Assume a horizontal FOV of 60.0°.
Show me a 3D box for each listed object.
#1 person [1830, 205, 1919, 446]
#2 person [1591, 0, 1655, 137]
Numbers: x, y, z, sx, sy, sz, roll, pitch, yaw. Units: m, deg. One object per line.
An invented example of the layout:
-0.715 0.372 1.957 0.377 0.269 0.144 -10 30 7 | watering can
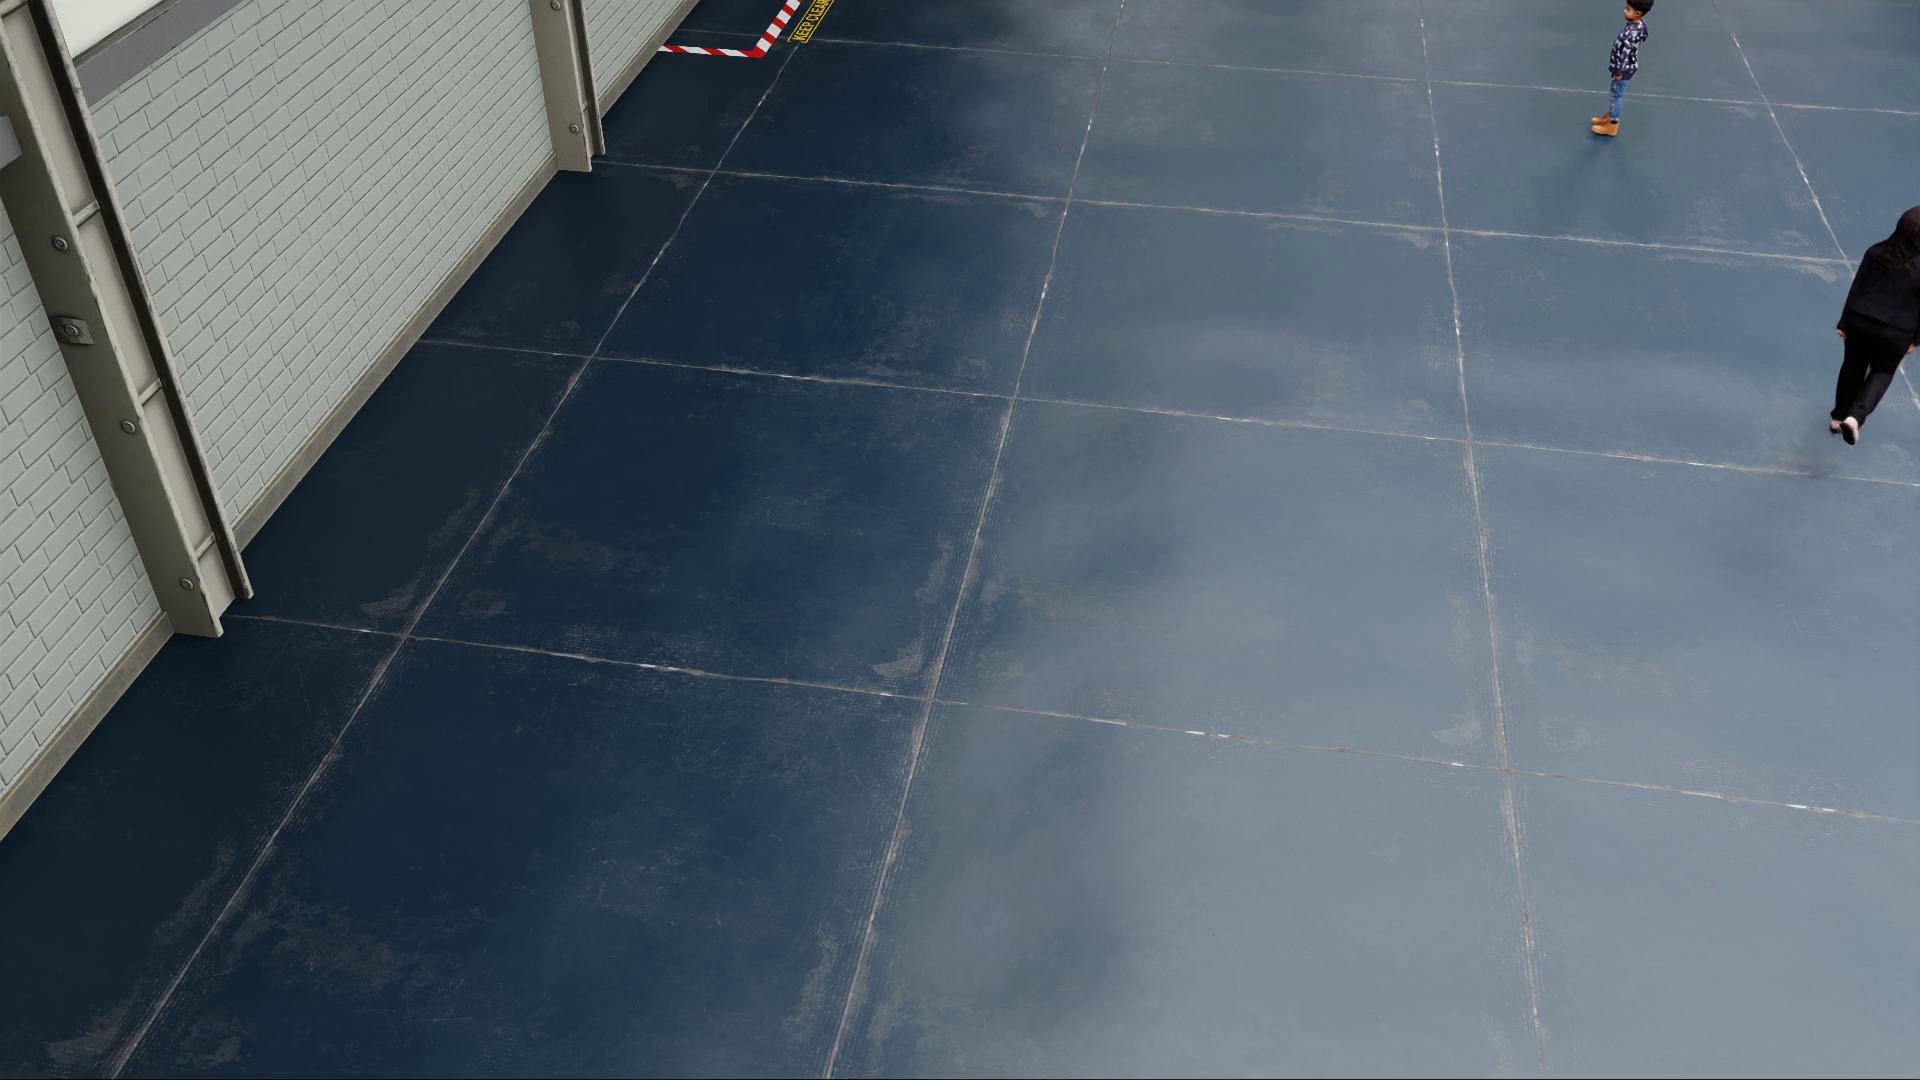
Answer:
5.707 -1.291 10.363 0.844 1.601 0.976 24 44 28 | person
5.683 -4.085 14.215 0.595 1.253 0.486 14 40 17 | person
